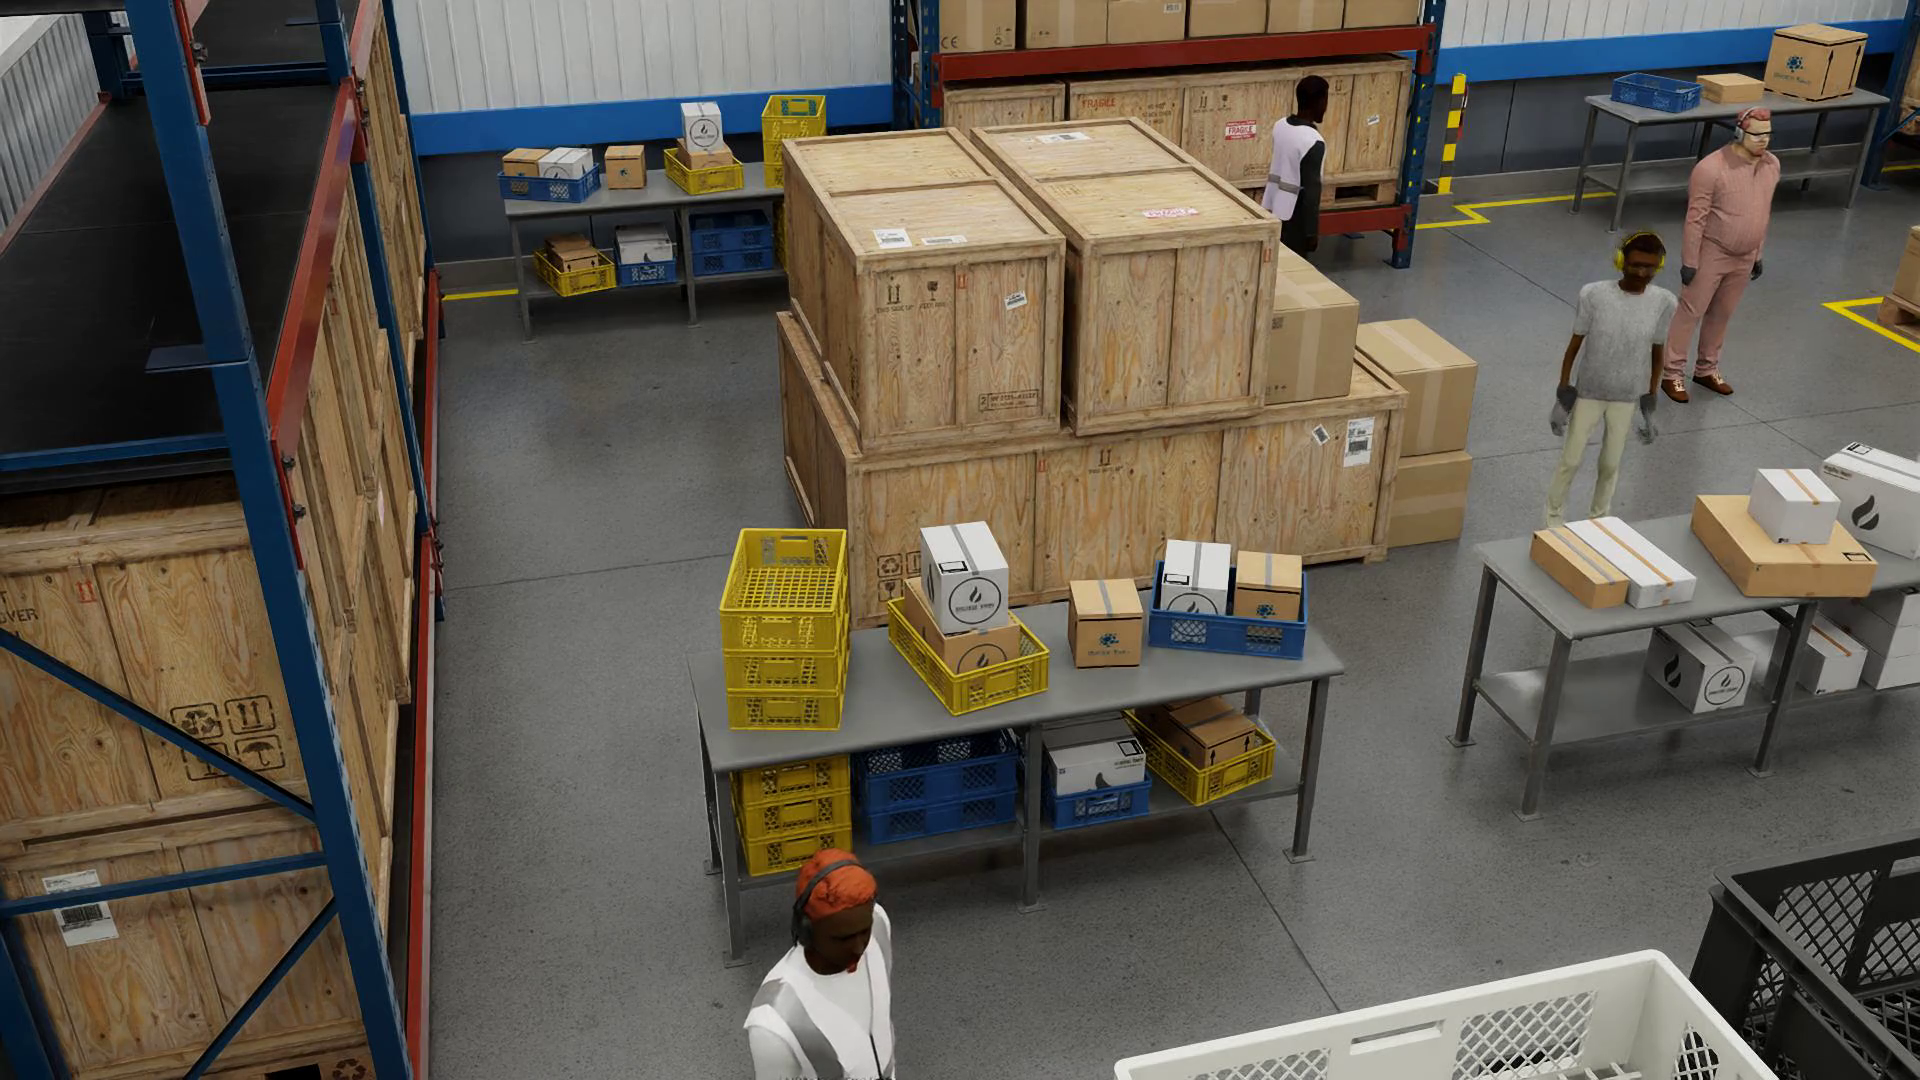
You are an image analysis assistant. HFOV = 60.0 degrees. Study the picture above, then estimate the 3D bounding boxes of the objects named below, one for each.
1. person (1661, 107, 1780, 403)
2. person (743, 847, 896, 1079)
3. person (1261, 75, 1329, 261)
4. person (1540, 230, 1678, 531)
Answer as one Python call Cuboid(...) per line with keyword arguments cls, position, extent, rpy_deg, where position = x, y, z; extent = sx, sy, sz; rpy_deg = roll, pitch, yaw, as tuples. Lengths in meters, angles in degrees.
Cuboid(cls="person", position=(4.936, -1.834, 10.734), extent=(0.643, 1.908, 0.410), rpy_deg=(-10, 30, -18))
Cuboid(cls="person", position=(-0.339, 1.604, 4.519), extent=(0.358, 1.881, 0.574), rpy_deg=(14, 32, 23))
Cuboid(cls="person", position=(2.286, -2.229, 11.450), extent=(0.383, 1.912, 0.593), rpy_deg=(-8, 30, -13))
Cuboid(cls="person", position=(3.432, -0.735, 8.793), extent=(0.575, 1.861, 0.367), rpy_deg=(4, 29, 8))
